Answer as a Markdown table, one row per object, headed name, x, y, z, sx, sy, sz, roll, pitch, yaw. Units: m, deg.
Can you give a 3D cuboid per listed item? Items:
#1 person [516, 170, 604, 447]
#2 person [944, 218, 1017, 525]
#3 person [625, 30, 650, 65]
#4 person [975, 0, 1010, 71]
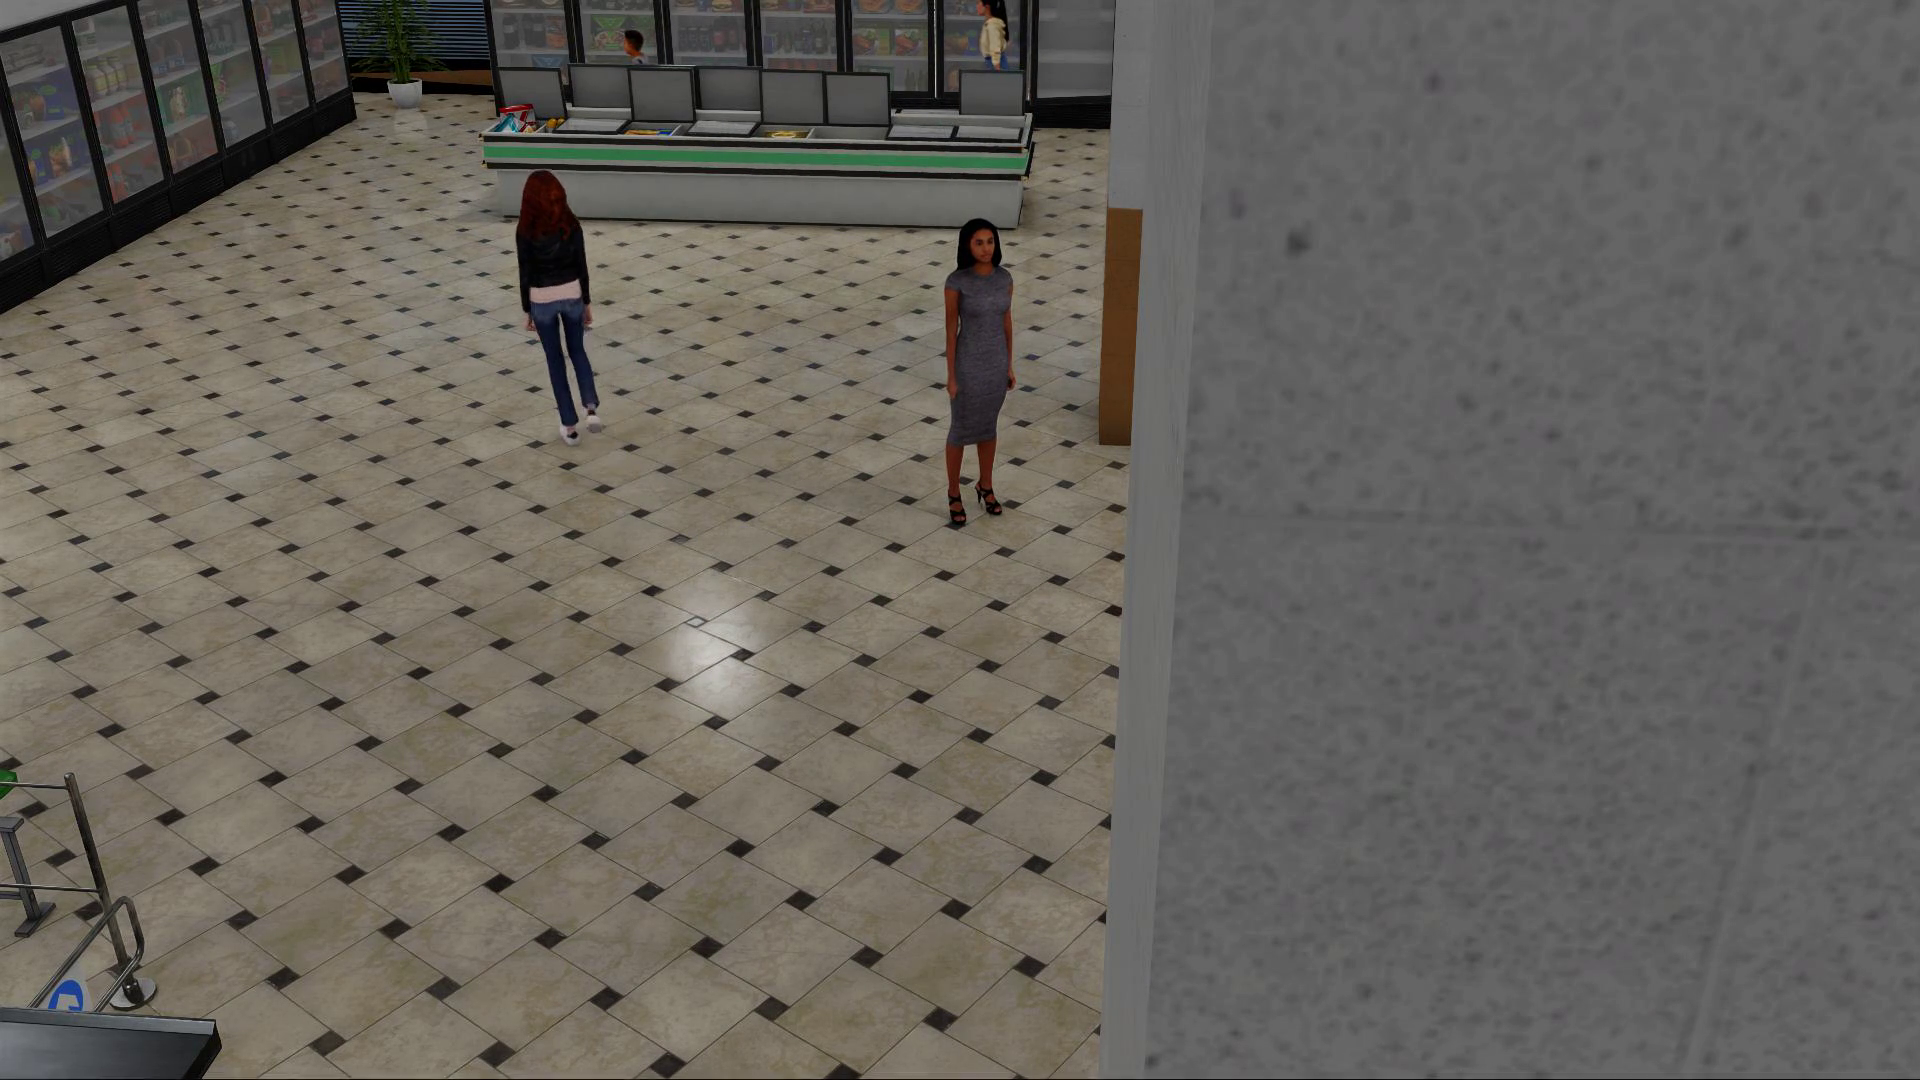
| name | x | y | z | sx | sy | sz | roll | pitch | yaw |
| --- | --- | --- | --- | --- | --- | --- | --- | --- | --- |
| person | -2.474 | -1.396 | 10.343 | 0.794 | 1.781 | 0.827 | -14 | 30 | -25 |
| person | 0.097 | -0.960 | 9.483 | 0.616 | 1.781 | 0.724 | -12 | 29 | -22 |
| person | -3.210 | -4.446 | 16.720 | 0.506 | 1.454 | 0.596 | 0 | 27 | 0 |
| person | 0.415 | -4.892 | 17.430 | 0.651 | 1.607 | 0.627 | 2 | 27 | 5 |
